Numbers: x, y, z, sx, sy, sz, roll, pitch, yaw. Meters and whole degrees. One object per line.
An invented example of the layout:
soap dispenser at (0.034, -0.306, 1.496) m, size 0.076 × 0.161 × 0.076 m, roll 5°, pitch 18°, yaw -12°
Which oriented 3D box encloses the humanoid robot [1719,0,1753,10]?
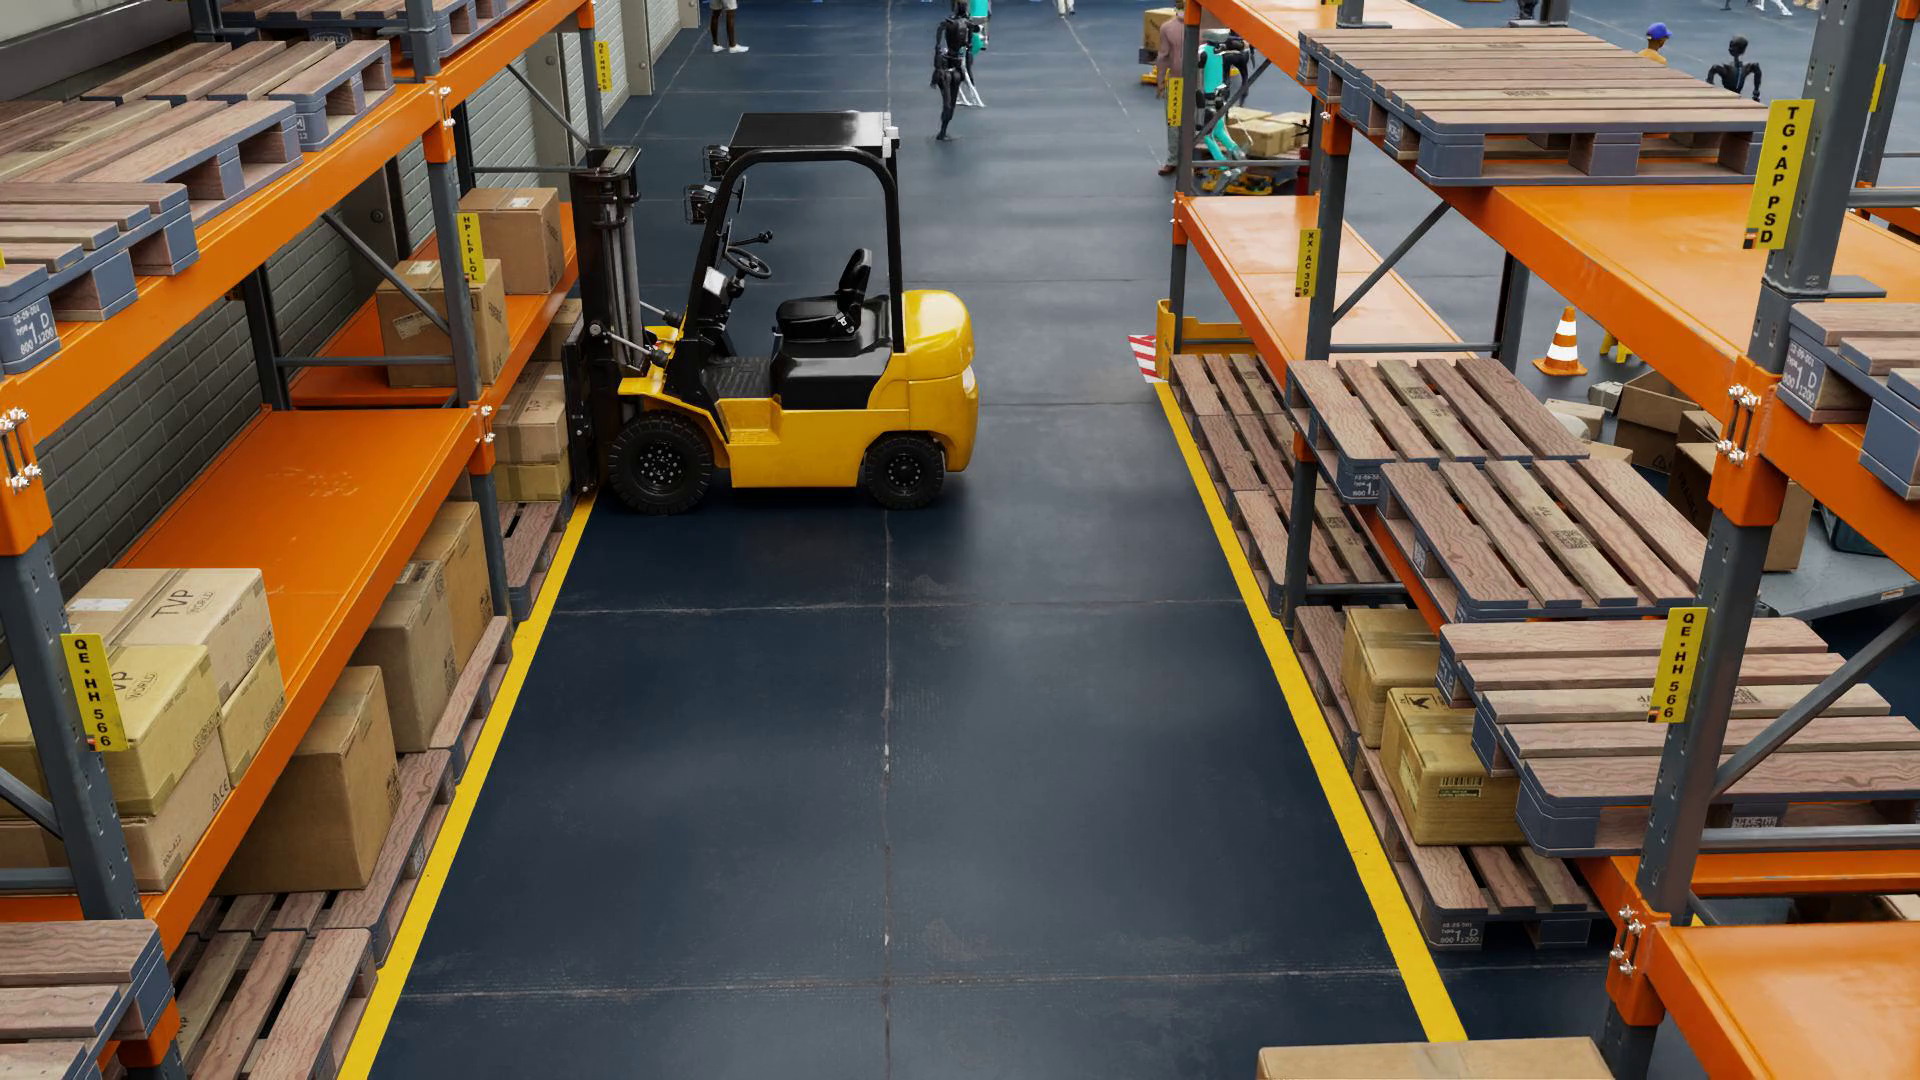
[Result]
humanoid robot at (13.728, -10.118, 29.090) m, size 0.552 × 1.640 × 0.590 m, roll -14°, pitch 29°, yaw -27°

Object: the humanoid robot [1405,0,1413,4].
humanoid robot at (7.864, -10.035, 28.908) m, size 0.305 × 1.650 × 0.609 m, roll 15°, pitch 29°, yaw 29°

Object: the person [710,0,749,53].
person at (-3.537, -8.297, 24.992) m, size 0.499 × 1.885 × 0.620 m, roll -22°, pitch 33°, yaw -38°

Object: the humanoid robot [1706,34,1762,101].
humanoid robot at (7.653, -4.207, 16.623) m, size 0.603 × 1.644 × 0.735 m, roll 1°, pitch 25°, yaw 3°

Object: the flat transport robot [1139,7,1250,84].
flat transport robot at (3.220, -6.505, 23.079) m, size 0.659 × 0.231 × 1.431 m, roll 22°, pitch 33°, yaw 39°

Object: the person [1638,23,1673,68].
person at (6.907, -4.325, 16.764) m, size 0.344 × 1.719 × 0.439 m, roll -11°, pitch 28°, yaw -23°

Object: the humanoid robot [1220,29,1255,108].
humanoid robot at (3.349, -6.009, 20.377) m, size 0.608 × 1.653 × 0.320 m, roll 17°, pitch 30°, yaw 32°

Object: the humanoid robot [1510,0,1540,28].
humanoid robot at (7.362, -6.741, 21.957) m, size 0.691 × 1.638 × 0.588 m, roll 15°, pitch 29°, yaw 29°

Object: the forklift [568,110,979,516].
forklift at (-1.043, -1.379, 9.976) m, size 2.313 × 2.155 × 1.214 m, roll -1°, pitch 25°, yaw -2°

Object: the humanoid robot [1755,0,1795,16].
humanoid robot at (13.994, -9.836, 28.446) m, size 0.540 × 1.733 × 0.999 m, roll -15°, pitch 29°, yaw -29°

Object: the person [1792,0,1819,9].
person at (15.212, -10.406, 29.472) m, size 0.536 × 1.861 × 0.809 m, roll 3°, pitch 25°, yaw 6°

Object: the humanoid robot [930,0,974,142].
humanoid robot at (-0.112, -5.431, 19.172) m, size 0.592 × 1.642 × 0.438 m, roll -21°, pitch 32°, yaw -37°

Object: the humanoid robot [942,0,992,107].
humanoid robot at (0.054, -6.360, 21.057) m, size 0.682 × 1.799 × 0.543 m, roll 19°, pitch 31°, yaw 35°

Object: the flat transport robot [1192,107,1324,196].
flat transport robot at (3.114, -3.860, 17.478) m, size 0.659 × 0.231 × 1.431 m, roll 14°, pitch 29°, yaw 28°

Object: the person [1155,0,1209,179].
person at (2.394, -4.782, 17.515) m, size 0.674 × 1.919 × 0.339 m, roll 10°, pitch 27°, yaw 19°

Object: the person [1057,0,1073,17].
person at (1.741, -9.857, 28.489) m, size 0.599 × 1.709 × 0.516 m, roll -3°, pitch 25°, yaw -6°

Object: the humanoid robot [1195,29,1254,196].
humanoid robot at (2.573, -4.010, 16.107) m, size 0.657 × 1.831 × 0.538 m, roll 15°, pitch 29°, yaw 29°
